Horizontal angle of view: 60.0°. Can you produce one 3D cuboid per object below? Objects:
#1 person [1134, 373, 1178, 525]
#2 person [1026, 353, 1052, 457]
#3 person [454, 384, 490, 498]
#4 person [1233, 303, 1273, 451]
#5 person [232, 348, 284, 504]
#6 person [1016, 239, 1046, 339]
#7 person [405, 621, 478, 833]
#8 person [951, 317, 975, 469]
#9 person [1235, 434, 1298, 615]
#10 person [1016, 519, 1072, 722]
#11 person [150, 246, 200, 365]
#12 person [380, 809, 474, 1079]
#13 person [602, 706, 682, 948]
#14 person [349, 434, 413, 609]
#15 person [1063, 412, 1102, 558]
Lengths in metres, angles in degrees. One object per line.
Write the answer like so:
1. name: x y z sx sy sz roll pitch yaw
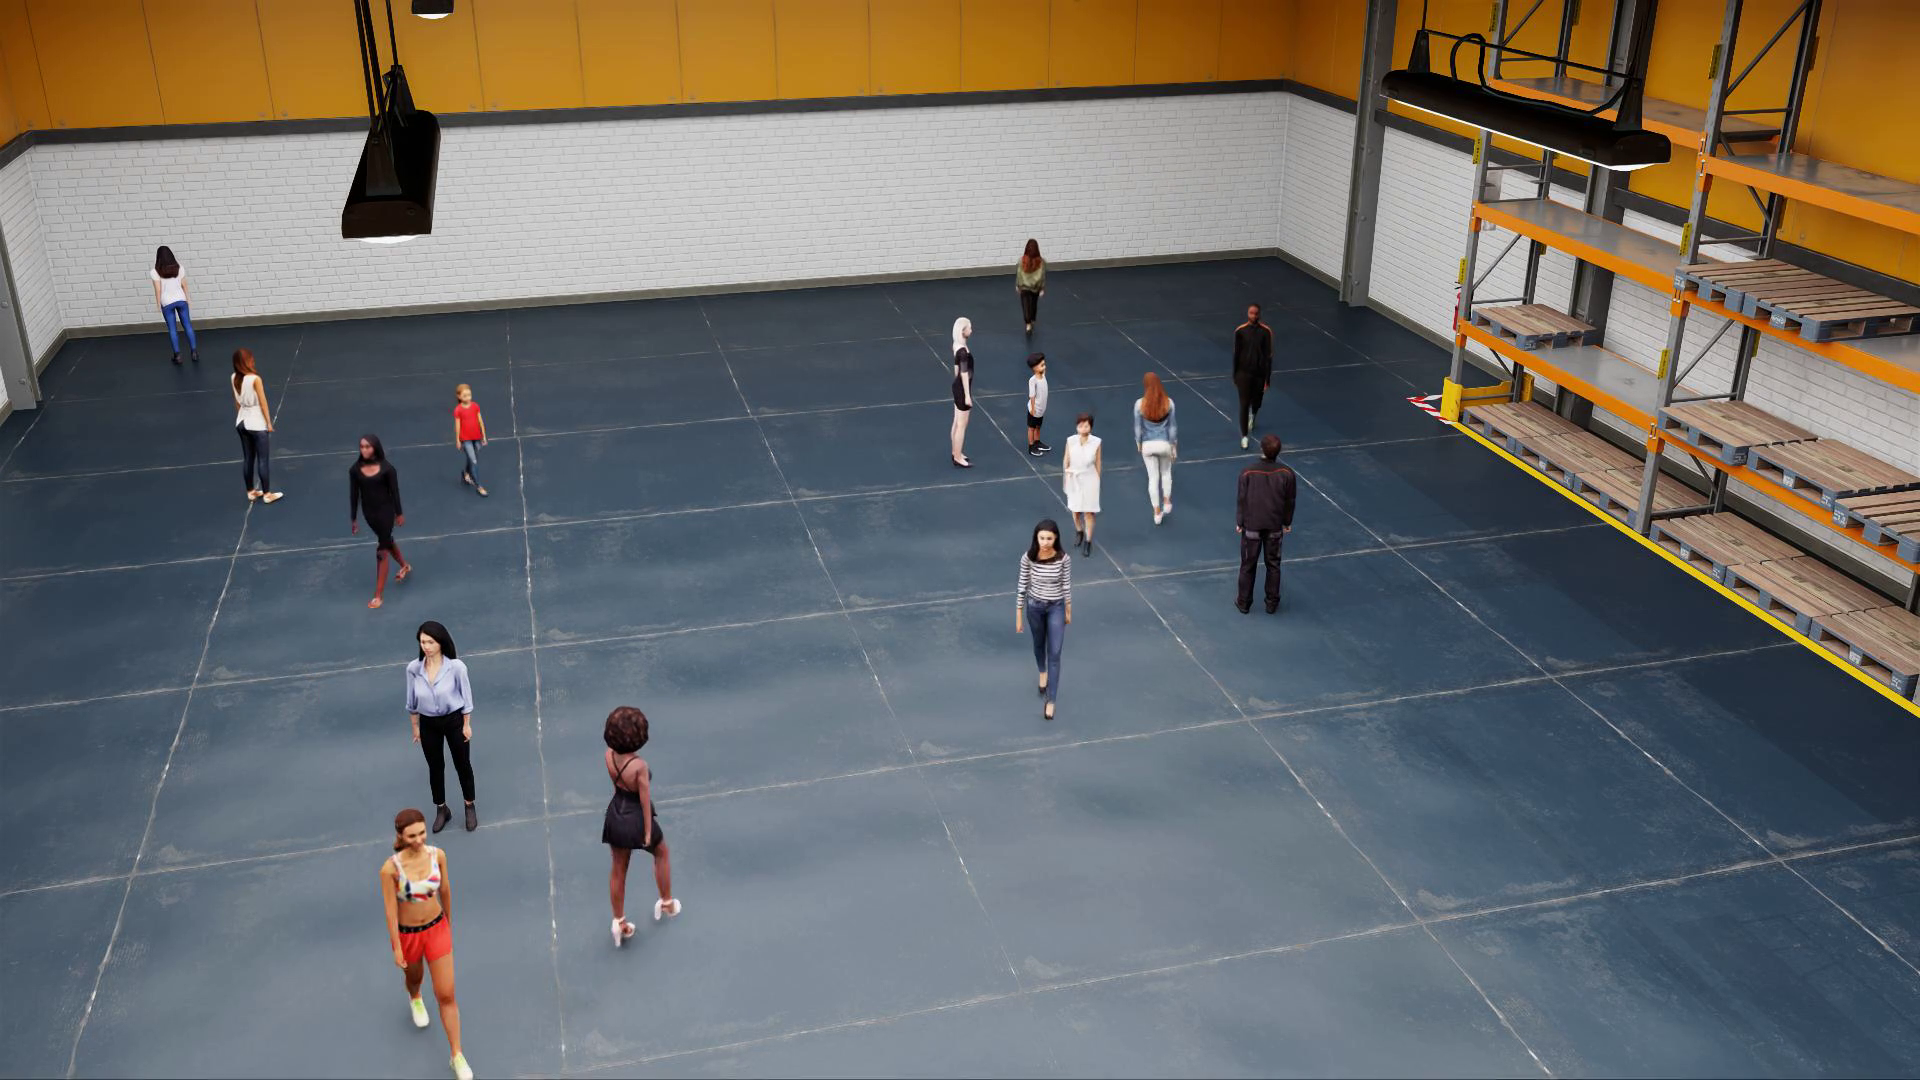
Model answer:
1. person: 2.137 -0.966 18.162 0.786 1.669 0.872 4 24 9
2. person: 0.936 -1.679 20.295 0.647 1.265 0.588 14 27 28
3. person: -5.655 -1.173 19.113 0.749 1.286 0.939 -21 31 -40
4. person: 3.606 -2.062 20.528 0.939 1.781 1.222 4 24 9
5. person: -7.994 -1.286 18.754 0.662 1.780 0.706 10 26 22
6. person: 1.043 -3.717 24.733 0.686 1.445 1.013 -2 24 -6
7. person: -3.917 1.413 12.626 0.687 1.744 0.614 -2 24 -4
8. person: 0.011 -1.753 19.758 0.627 1.832 0.426 -5 24 -12
9. person: 2.933 -0.156 16.097 0.785 1.838 0.693 1 24 3
10. person: 0.739 0.622 14.434 0.866 1.744 1.180 1 24 3
11. person: -11.118 -3.326 23.541 0.670 1.685 0.649 -17 29 -33
12. person: -3.373 2.423 10.307 0.780 1.750 1.207 -13 27 -28
13. person: -2.287 1.988 11.283 0.830 1.766 0.897 11 26 24
14. person: -5.732 -0.244 16.515 0.939 1.665 1.296 2 24 5
15. person: 1.302 -0.638 17.579 0.770 1.535 0.876 7 24 15
